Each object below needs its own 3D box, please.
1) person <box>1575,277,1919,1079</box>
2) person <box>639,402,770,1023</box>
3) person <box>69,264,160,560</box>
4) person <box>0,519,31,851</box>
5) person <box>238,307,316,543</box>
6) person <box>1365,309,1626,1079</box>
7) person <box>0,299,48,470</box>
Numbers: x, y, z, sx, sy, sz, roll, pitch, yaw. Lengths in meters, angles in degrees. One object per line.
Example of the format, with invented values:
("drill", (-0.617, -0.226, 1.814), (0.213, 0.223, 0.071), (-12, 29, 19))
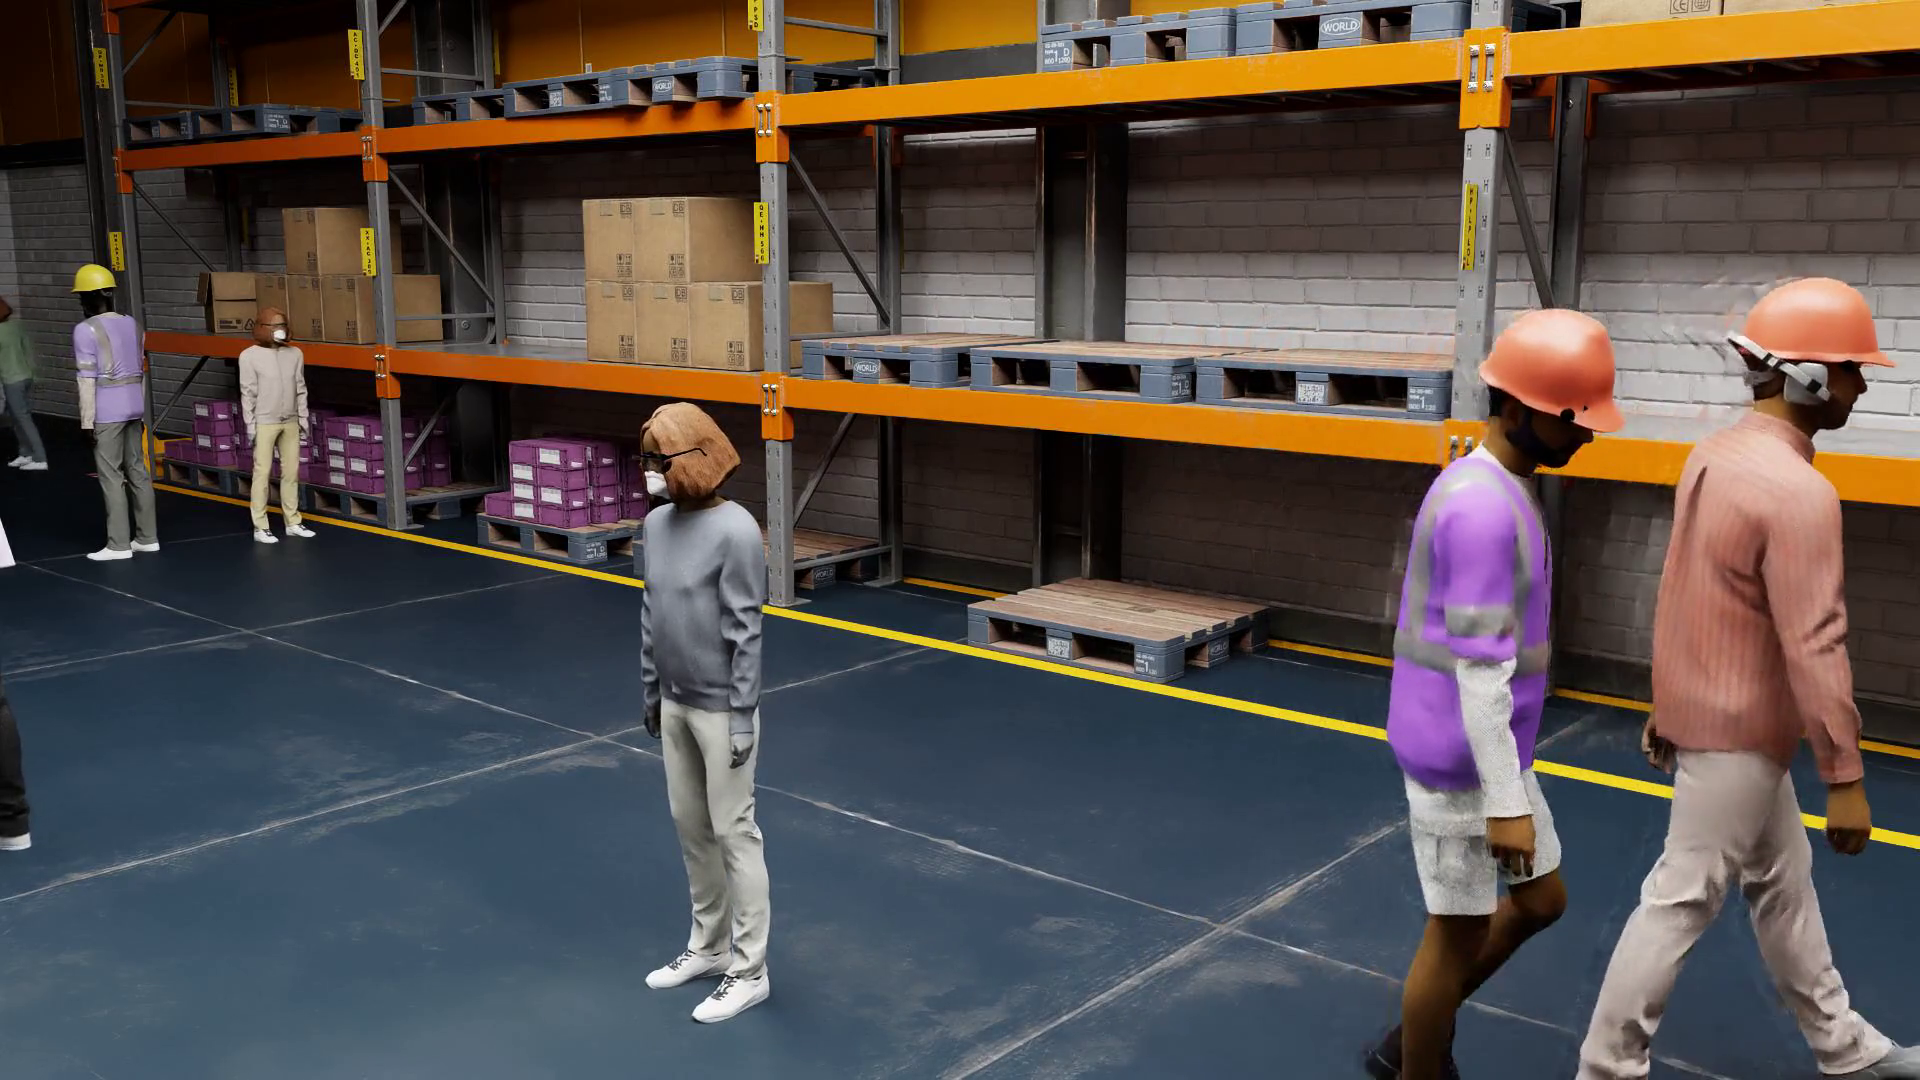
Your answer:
("person", (1.855, 0.416, 3.664), (0.986, 1.946, 0.665), (1, 10, 8))
("person", (-0.699, 0.446, 4.434), (0.299, 1.623, 0.503), (-9, 14, -42))
("person", (-5.534, -0.826, 10.838), (0.397, 1.918, 0.588), (2, 10, 11))
("person", (-3.287, 0.141, 5.375), (0.397, 1.908, 0.595), (0, 10, -1))
("person", (-4.721, -0.793, 11.487), (0.285, 1.626, 0.493), (6, 12, 31))
("person", (1.139, 0.456, 3.557), (0.426, 1.901, 0.589), (5, 11, 27))
("person", (-8.609, -1.415, 15.076), (0.523, 1.597, 0.509), (0, 10, 0))
